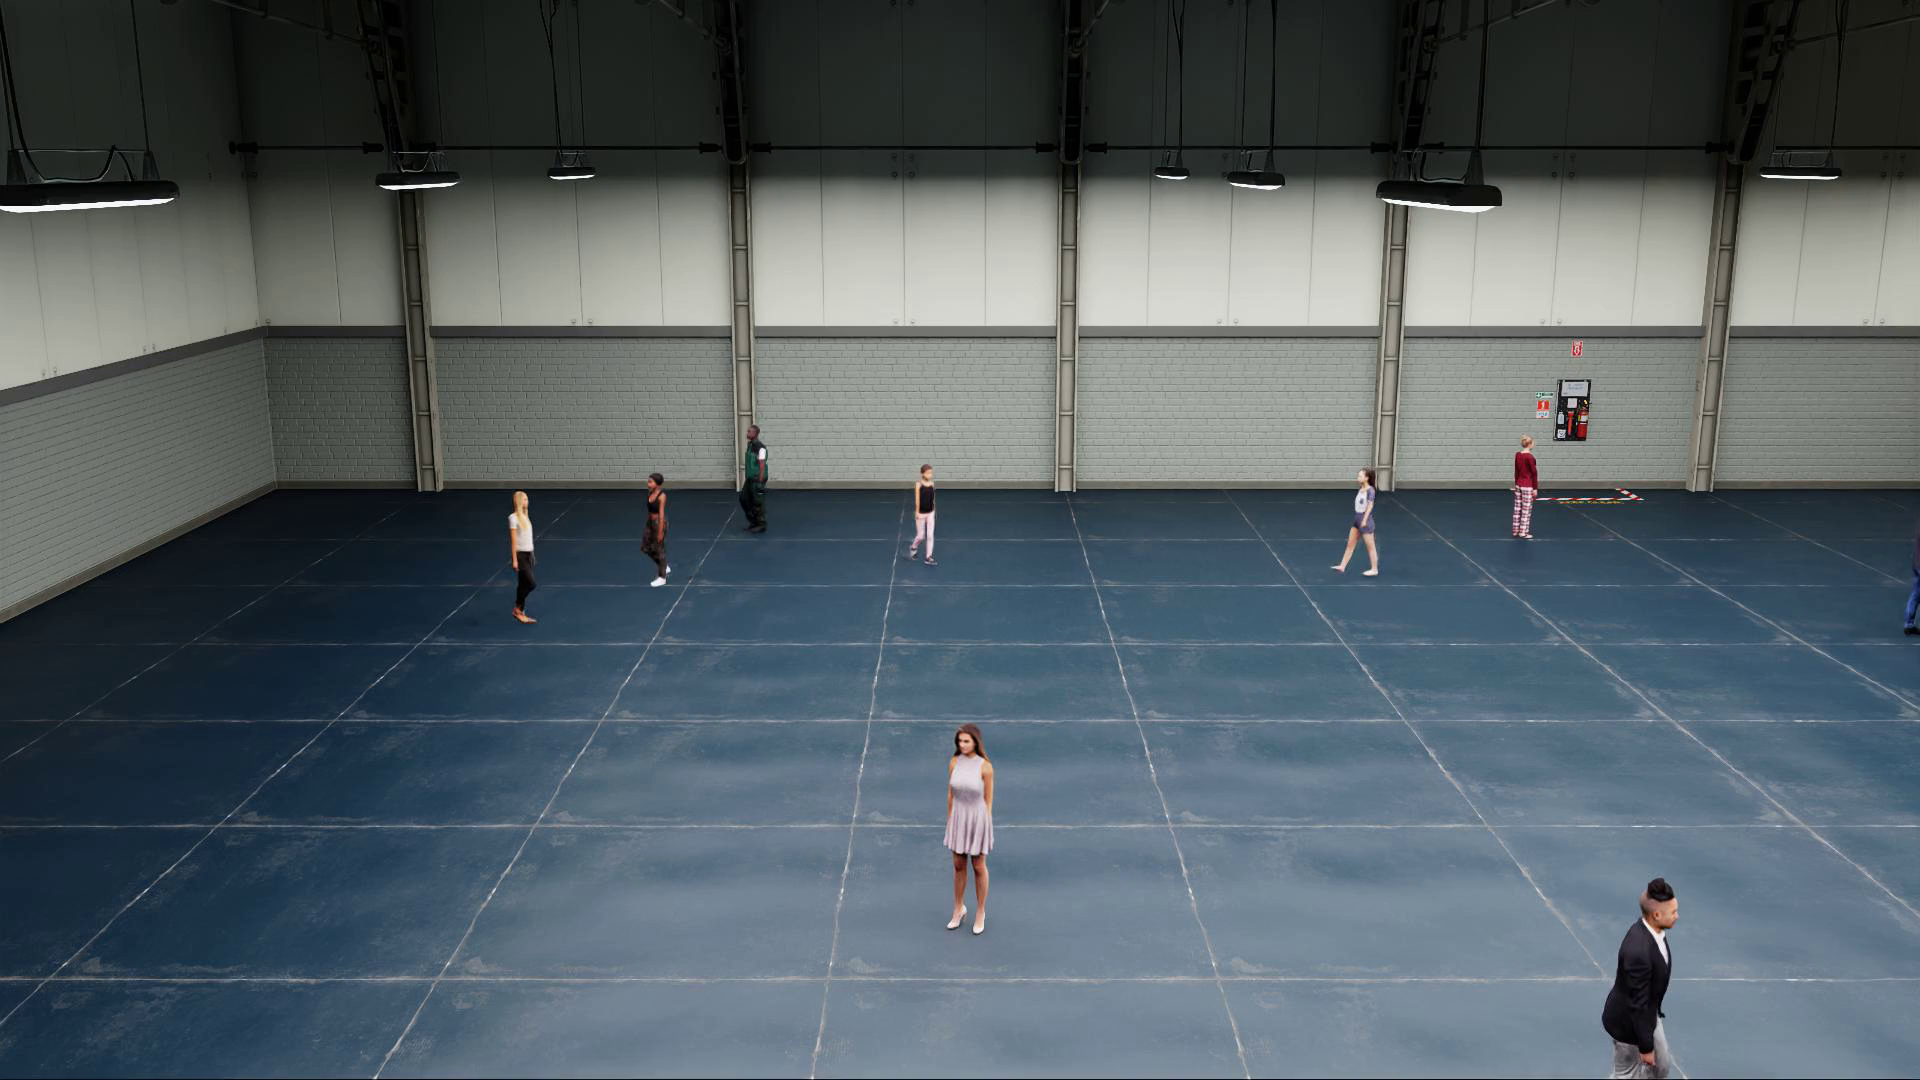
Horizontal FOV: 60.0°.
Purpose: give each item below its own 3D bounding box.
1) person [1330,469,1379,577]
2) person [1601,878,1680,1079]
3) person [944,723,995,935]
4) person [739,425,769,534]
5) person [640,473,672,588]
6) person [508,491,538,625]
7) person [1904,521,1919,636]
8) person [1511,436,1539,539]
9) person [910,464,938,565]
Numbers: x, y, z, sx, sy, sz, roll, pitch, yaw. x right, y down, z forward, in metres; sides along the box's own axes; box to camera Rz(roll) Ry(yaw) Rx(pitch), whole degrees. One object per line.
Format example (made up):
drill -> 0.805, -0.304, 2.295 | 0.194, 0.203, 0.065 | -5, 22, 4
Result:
person -> 6.112, -0.241, 24.805 | 1.010, 1.620, 0.740 | -3, 13, -12
person -> 4.109, 2.942, 10.368 | 0.883, 1.931, 0.862 | 8, 15, 31
person -> 0.085, 2.317, 13.427 | 0.646, 1.769, 0.727 | 7, 15, 27
person -> -3.322, -1.010, 27.669 | 0.875, 1.826, 0.847 | -9, 16, -34
person -> -4.357, -0.166, 24.333 | 0.811, 1.687, 0.749 | -11, 17, -40
person -> -5.953, 0.248, 22.249 | 0.612, 1.819, 0.646 | 1, 13, 4
person -> 12.529, 0.346, 21.705 | 0.727, 1.874, 0.734 | 2, 13, 9
person -> 9.321, -0.891, 27.437 | 0.646, 1.697, 0.678 | -6, 14, -23
person -> -0.570, -0.402, 25.637 | 0.816, 1.557, 0.813 | -8, 15, -30
